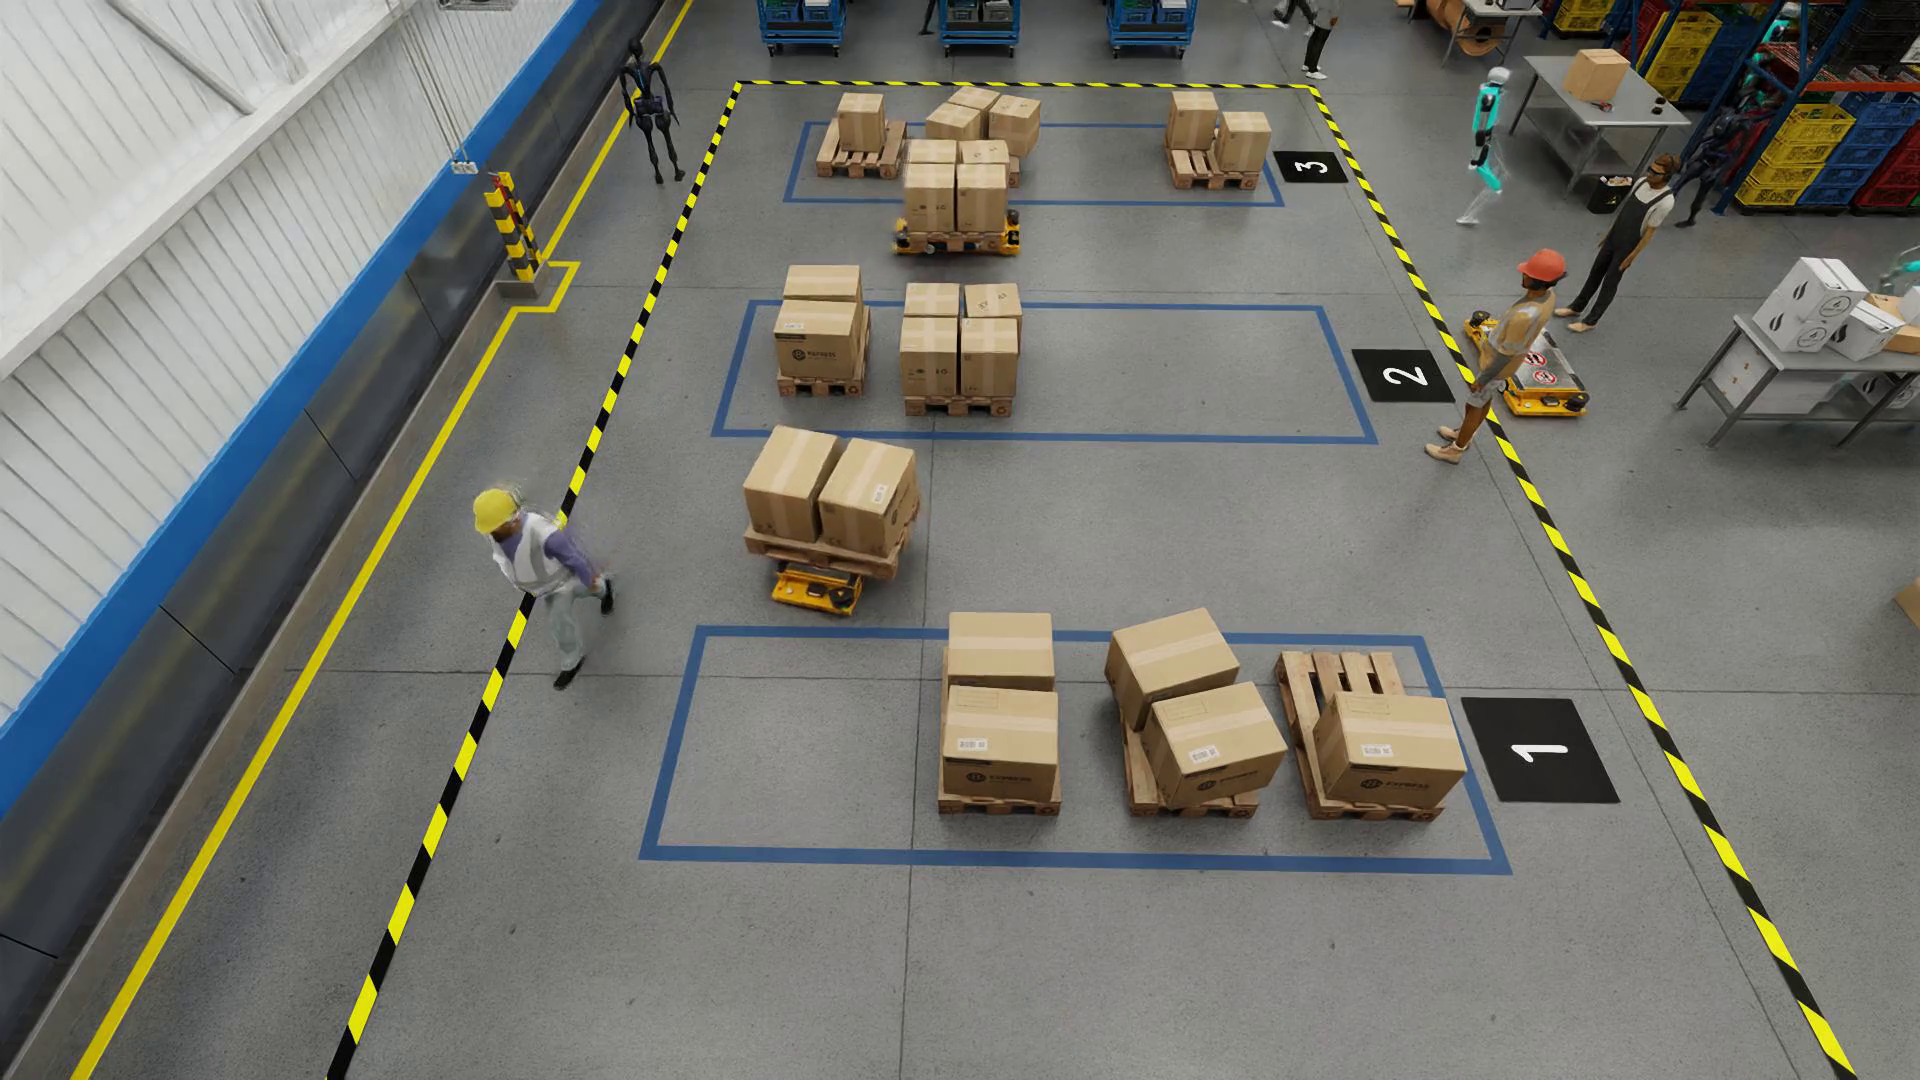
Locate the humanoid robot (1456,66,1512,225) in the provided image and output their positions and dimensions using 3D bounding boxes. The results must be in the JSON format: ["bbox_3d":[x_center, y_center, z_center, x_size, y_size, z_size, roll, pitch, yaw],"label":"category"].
[{"bbox_3d":[5.990,-4.323,10.334,0.818,1.815,0.543,18,52,15],"label":"humanoid robot"}]

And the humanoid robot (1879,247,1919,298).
[{"bbox_3d":[9.624,-2.752,9.021,0.729,1.898,0.544,11,50,10],"label":"humanoid robot"}]

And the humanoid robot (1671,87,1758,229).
[{"bbox_3d":[8.390,-4.226,10.289,0.774,1.626,0.605,-13,50,-11],"label":"humanoid robot"}]

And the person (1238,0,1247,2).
[{"bbox_3d":[4.899,-9.860,15.092,0.492,1.741,0.314,-24,53,-19],"label":"person"}]

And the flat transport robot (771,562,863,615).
[{"bbox_3d":[-0.999,-0.049,7.557,0.652,0.197,1.431,10,50,9],"label":"flat transport robot"}]

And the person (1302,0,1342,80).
[{"bbox_3d":[5.288,-7.590,13.056,0.370,1.852,0.588,1,49,1],"label":"person"}]

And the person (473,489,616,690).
[{"bbox_3d":[-2.834,0.179,6.379,0.611,1.790,0.898,16,51,13],"label":"person"}]

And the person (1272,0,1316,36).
[{"bbox_3d":[5.385,-8.791,14.103,0.786,1.845,0.512,36,58,27],"label":"person"}]

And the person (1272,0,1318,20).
[{"bbox_3d":[5.574,-9.248,14.529,0.915,1.790,0.596,-1,49,-1],"label":"person"}]

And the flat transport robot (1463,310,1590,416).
[{"bbox_3d":[5.573,-1.757,9.054,0.659,0.231,1.431,1,49,1],"label":"flat transport robot"}]

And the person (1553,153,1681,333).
[{"bbox_3d":[6.489,-2.897,9.005,0.348,1.838,0.498,-3,49,-3],"label":"person"}]

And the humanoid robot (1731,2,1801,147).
[{"bbox_3d":[10.147,-5.715,11.549,0.752,1.841,0.537,20,52,17],"label":"humanoid robot"}]

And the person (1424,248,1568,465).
[{"bbox_3d":[4.468,-1.492,7.653,0.373,2.040,0.613,34,57,26],"label":"person"}]

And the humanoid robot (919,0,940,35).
[{"bbox_3d":[-0.334,-8.765,14.202,0.717,1.631,0.590,-14,51,-12],"label":"humanoid robot"}]

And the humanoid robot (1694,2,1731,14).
[{"bbox_3d":[11.096,-7.886,13.419,1.030,1.772,0.534,12,50,11],"label":"humanoid robot"}]

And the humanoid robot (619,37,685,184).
[{"bbox_3d":[-3.737,-5.169,11.066,0.599,1.657,0.315,-7,50,-6],"label":"humanoid robot"}]

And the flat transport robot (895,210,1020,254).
[{"bbox_3d":[-0.021,-3.583,10.616,1.431,0.197,0.652,1,49,1],"label":"flat transport robot"}]
